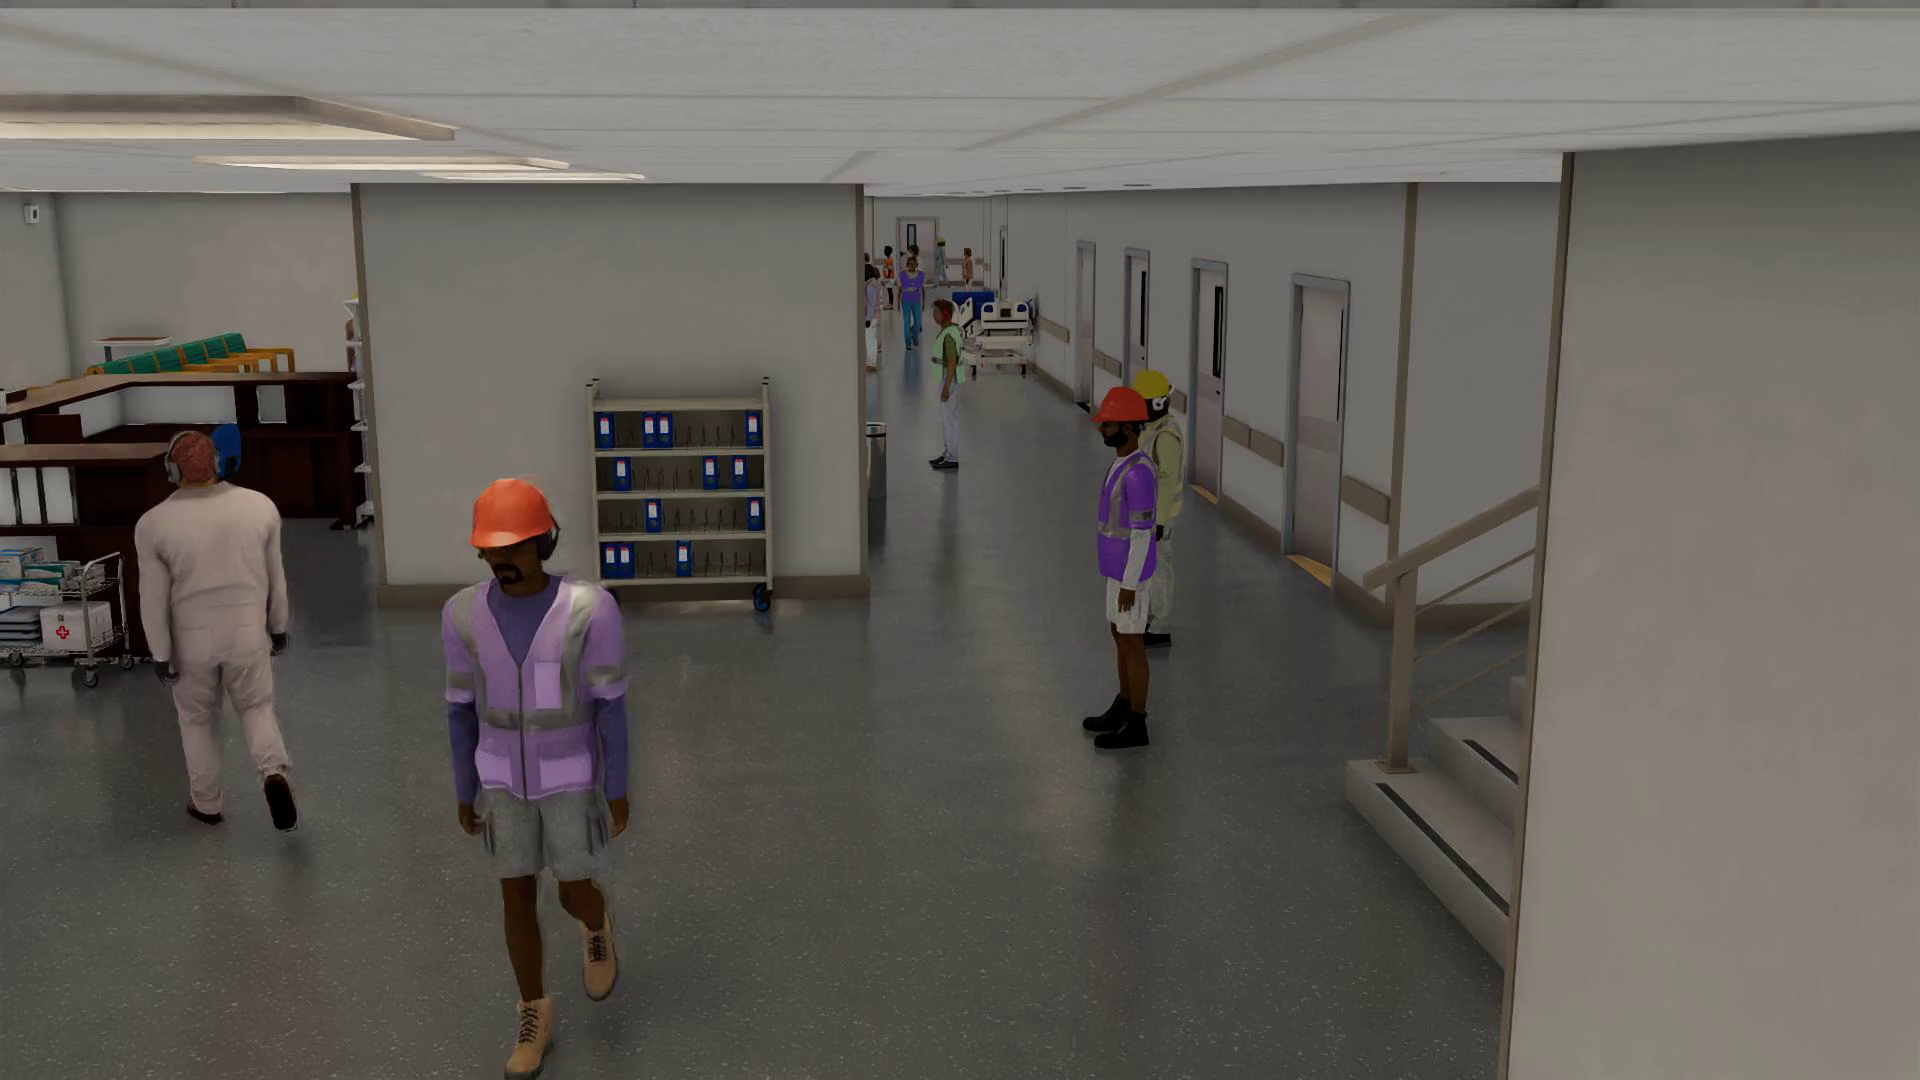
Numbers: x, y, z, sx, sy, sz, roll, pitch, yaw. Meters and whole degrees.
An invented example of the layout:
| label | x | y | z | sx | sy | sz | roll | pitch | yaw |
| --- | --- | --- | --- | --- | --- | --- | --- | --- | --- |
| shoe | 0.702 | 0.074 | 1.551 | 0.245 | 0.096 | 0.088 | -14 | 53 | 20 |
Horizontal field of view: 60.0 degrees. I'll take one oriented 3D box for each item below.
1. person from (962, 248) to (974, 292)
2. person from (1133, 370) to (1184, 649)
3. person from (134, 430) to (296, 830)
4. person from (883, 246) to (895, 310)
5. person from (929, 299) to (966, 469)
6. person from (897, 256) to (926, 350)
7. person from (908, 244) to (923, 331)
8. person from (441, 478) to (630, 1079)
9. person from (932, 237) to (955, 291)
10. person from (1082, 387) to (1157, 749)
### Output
| label | x | y | z | sx | sy | sz | roll | pitch | yaw |
| --- | --- | --- | --- | --- | --- | --- | --- | --- | --- |
| person | 0.205 | -6.967 | 44.394 | 0.308 | 1.640 | 0.510 | -1 | 12 | -5 |
| person | 1.250 | -0.203 | 10.888 | 0.403 | 1.825 | 0.586 | -1 | 12 | -5 |
| person | -3.391 | 0.434 | 7.628 | 0.652 | 1.881 | 0.733 | -9 | 15 | -37 |
| person | -1.908 | -7.006 | 44.443 | 0.319 | 1.696 | 0.532 | -1 | 12 | -5 |
| person | -0.136 | -1.703 | 18.165 | 0.390 | 1.846 | 0.564 | -1 | 12 | -5 |
| person | -0.961 | -4.661 | 32.677 | 0.575 | 1.831 | 0.487 | -2 | 12 | -9 |
| person | -0.996 | -5.636 | 37.164 | 0.373 | 1.936 | 0.629 | -1 | 12 | -5 |
| person | -1.406 | 0.769 | 5.635 | 0.621 | 2.026 | 0.607 | 1 | 12 | 4 |
| person | -0.543 | -8.912 | 53.733 | 0.880 | 1.691 | 0.505 | -5 | 13 | -25 |
| person | 0.864 | 0.149 | 8.889 | 0.357 | 1.938 | 0.542 | -1 | 12 | -5 |
